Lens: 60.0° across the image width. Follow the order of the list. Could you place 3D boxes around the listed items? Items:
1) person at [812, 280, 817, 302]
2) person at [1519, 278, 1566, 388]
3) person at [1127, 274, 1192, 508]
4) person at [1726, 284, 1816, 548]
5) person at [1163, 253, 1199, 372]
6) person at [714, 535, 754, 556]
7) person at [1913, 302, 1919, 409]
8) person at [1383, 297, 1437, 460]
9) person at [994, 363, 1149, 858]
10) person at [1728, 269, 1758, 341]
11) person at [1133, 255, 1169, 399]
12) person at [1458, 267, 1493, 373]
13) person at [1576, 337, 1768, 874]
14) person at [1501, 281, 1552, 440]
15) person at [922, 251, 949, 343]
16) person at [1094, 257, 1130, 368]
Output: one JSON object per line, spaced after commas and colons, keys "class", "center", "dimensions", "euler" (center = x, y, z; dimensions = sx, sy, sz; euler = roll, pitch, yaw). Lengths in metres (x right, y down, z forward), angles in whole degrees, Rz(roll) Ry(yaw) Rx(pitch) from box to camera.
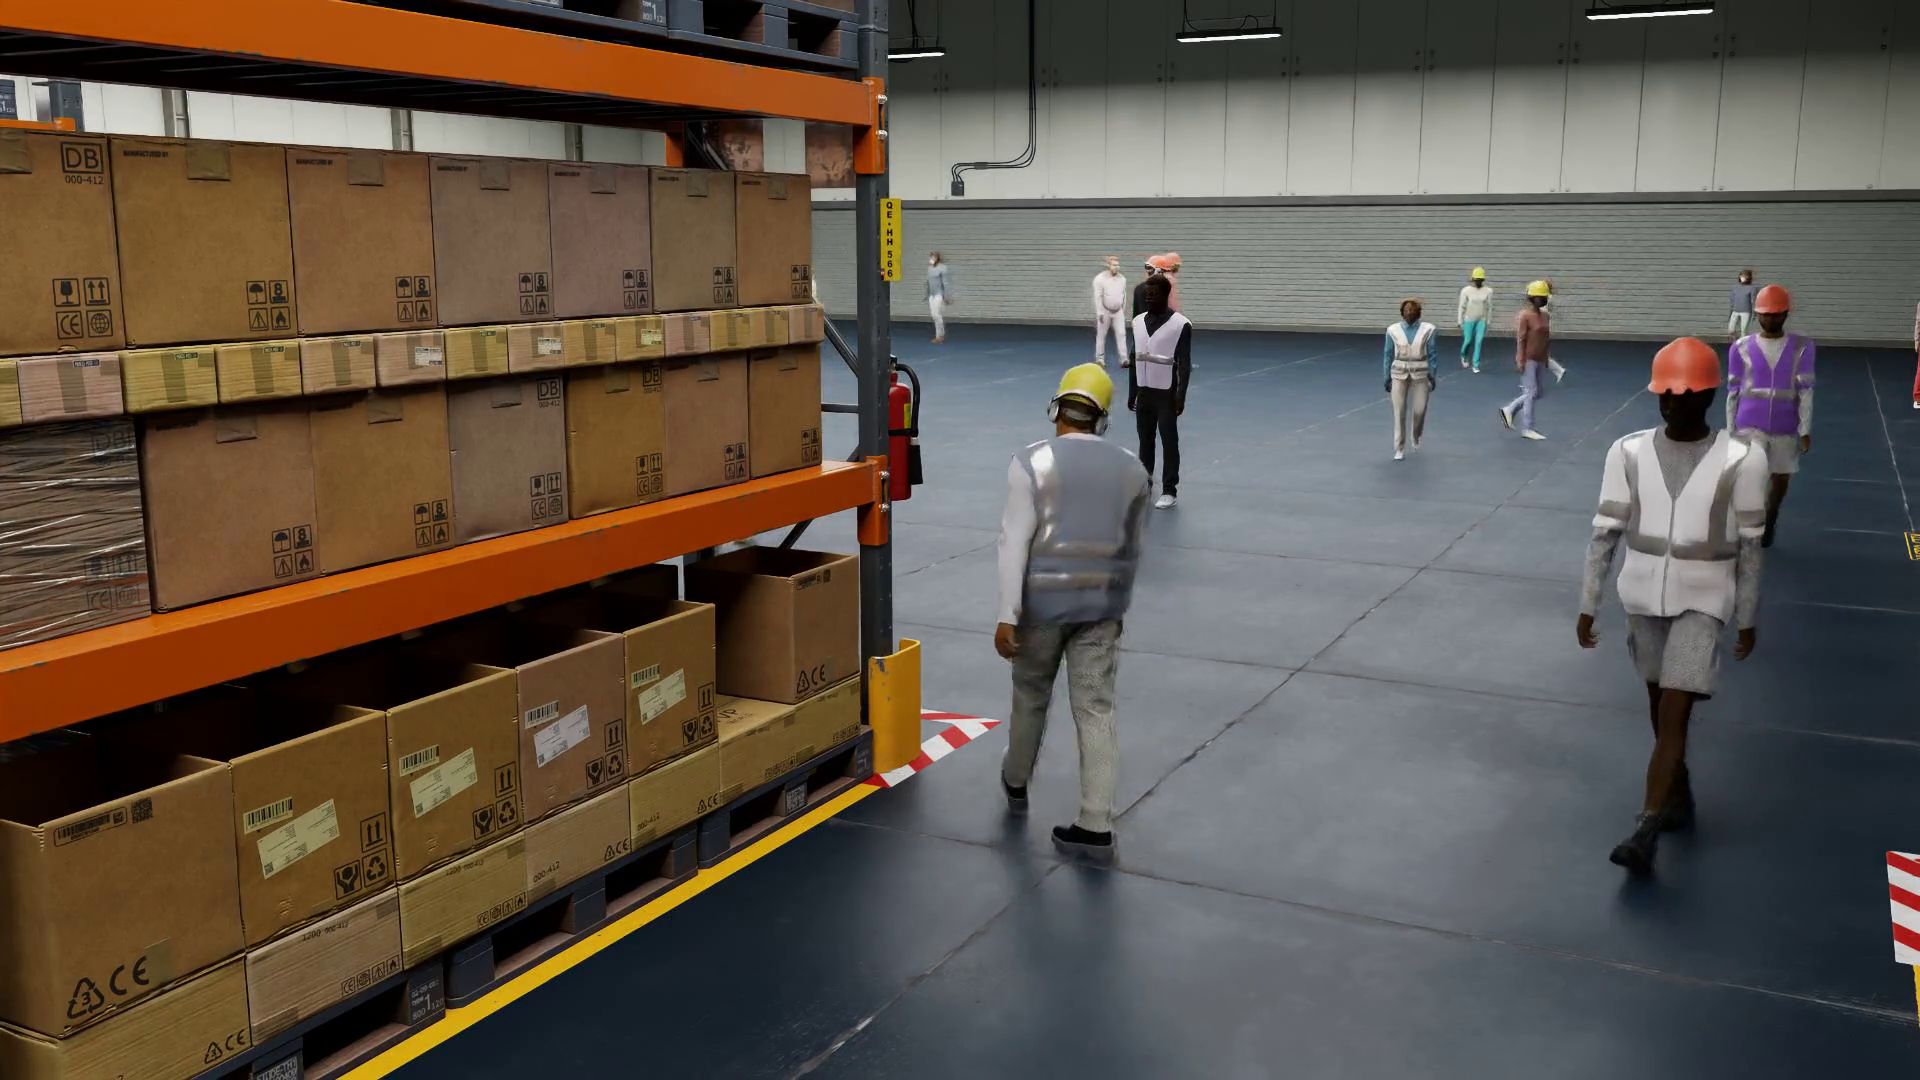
{"class": "person", "center": [-2.901, -4.157, 30.140], "dimensions": [0.588, 1.783, 0.976], "euler": [6, 12, 31]}
{"class": "person", "center": [8.594, -3.030, 24.410], "dimensions": [0.614, 1.625, 0.524], "euler": [2, 10, 8]}
{"class": "person", "center": [1.644, -1.230, 13.786], "dimensions": [0.589, 1.920, 0.392], "euler": [9, 14, 42]}
{"class": "person", "center": [5.585, -0.813, 11.520], "dimensions": [0.545, 1.916, 0.840], "euler": [4, 11, 20]}
{"class": "person", "center": [3.423, -3.591, 26.568], "dimensions": [0.977, 1.946, 0.649], "euler": [-1, 10, -6]}
{"class": "person", "center": [-1.679, -0.820, 11.789], "dimensions": [0.594, 1.835, 0.985], "euler": [4, 11, 21]}
{"class": "person", "center": [12.596, -2.555, 21.454], "dimensions": [0.522, 1.764, 0.334], "euler": [2, 11, 8]}
{"class": "person", "center": [4.509, -1.622, 16.695], "dimensions": [0.534, 1.629, 0.418], "euler": [3, 11, 16]}
{"class": "person", "center": [0.368, 0.232, 6.227], "dimensions": [0.658, 1.767, 0.903], "euler": [-4, 11, -19]}
{"class": "person", "center": [14.381, -4.169, 30.599], "dimensions": [0.348, 1.625, 0.517], "euler": [-8, 13, -38]}
{"class": "person", "center": [2.452, -2.599, 21.072], "dimensions": [0.397, 1.984, 0.608], "euler": [-7, 13, -34]}
{"class": "person", "center": [8.450, -3.615, 27.305], "dimensions": [0.531, 1.738, 0.577], "euler": [1, 10, 6]}
{"class": "person", "center": [2.545, 0.217, 5.996], "dimensions": [0.570, 1.879, 1.011], "euler": [8, 13, 38]}
{"class": "person", "center": [6.295, -1.997, 18.430], "dimensions": [0.537, 1.750, 0.574], "euler": [-8, 13, -37]}
{"class": "person", "center": [-0.519, -5.048, 34.614], "dimensions": [0.559, 1.921, 0.648], "euler": [-7, 12, -33]}
{"class": "person", "center": [2.576, -3.813, 28.018], "dimensions": [0.661, 1.869, 0.935], "euler": [-4, 11, -23]}
